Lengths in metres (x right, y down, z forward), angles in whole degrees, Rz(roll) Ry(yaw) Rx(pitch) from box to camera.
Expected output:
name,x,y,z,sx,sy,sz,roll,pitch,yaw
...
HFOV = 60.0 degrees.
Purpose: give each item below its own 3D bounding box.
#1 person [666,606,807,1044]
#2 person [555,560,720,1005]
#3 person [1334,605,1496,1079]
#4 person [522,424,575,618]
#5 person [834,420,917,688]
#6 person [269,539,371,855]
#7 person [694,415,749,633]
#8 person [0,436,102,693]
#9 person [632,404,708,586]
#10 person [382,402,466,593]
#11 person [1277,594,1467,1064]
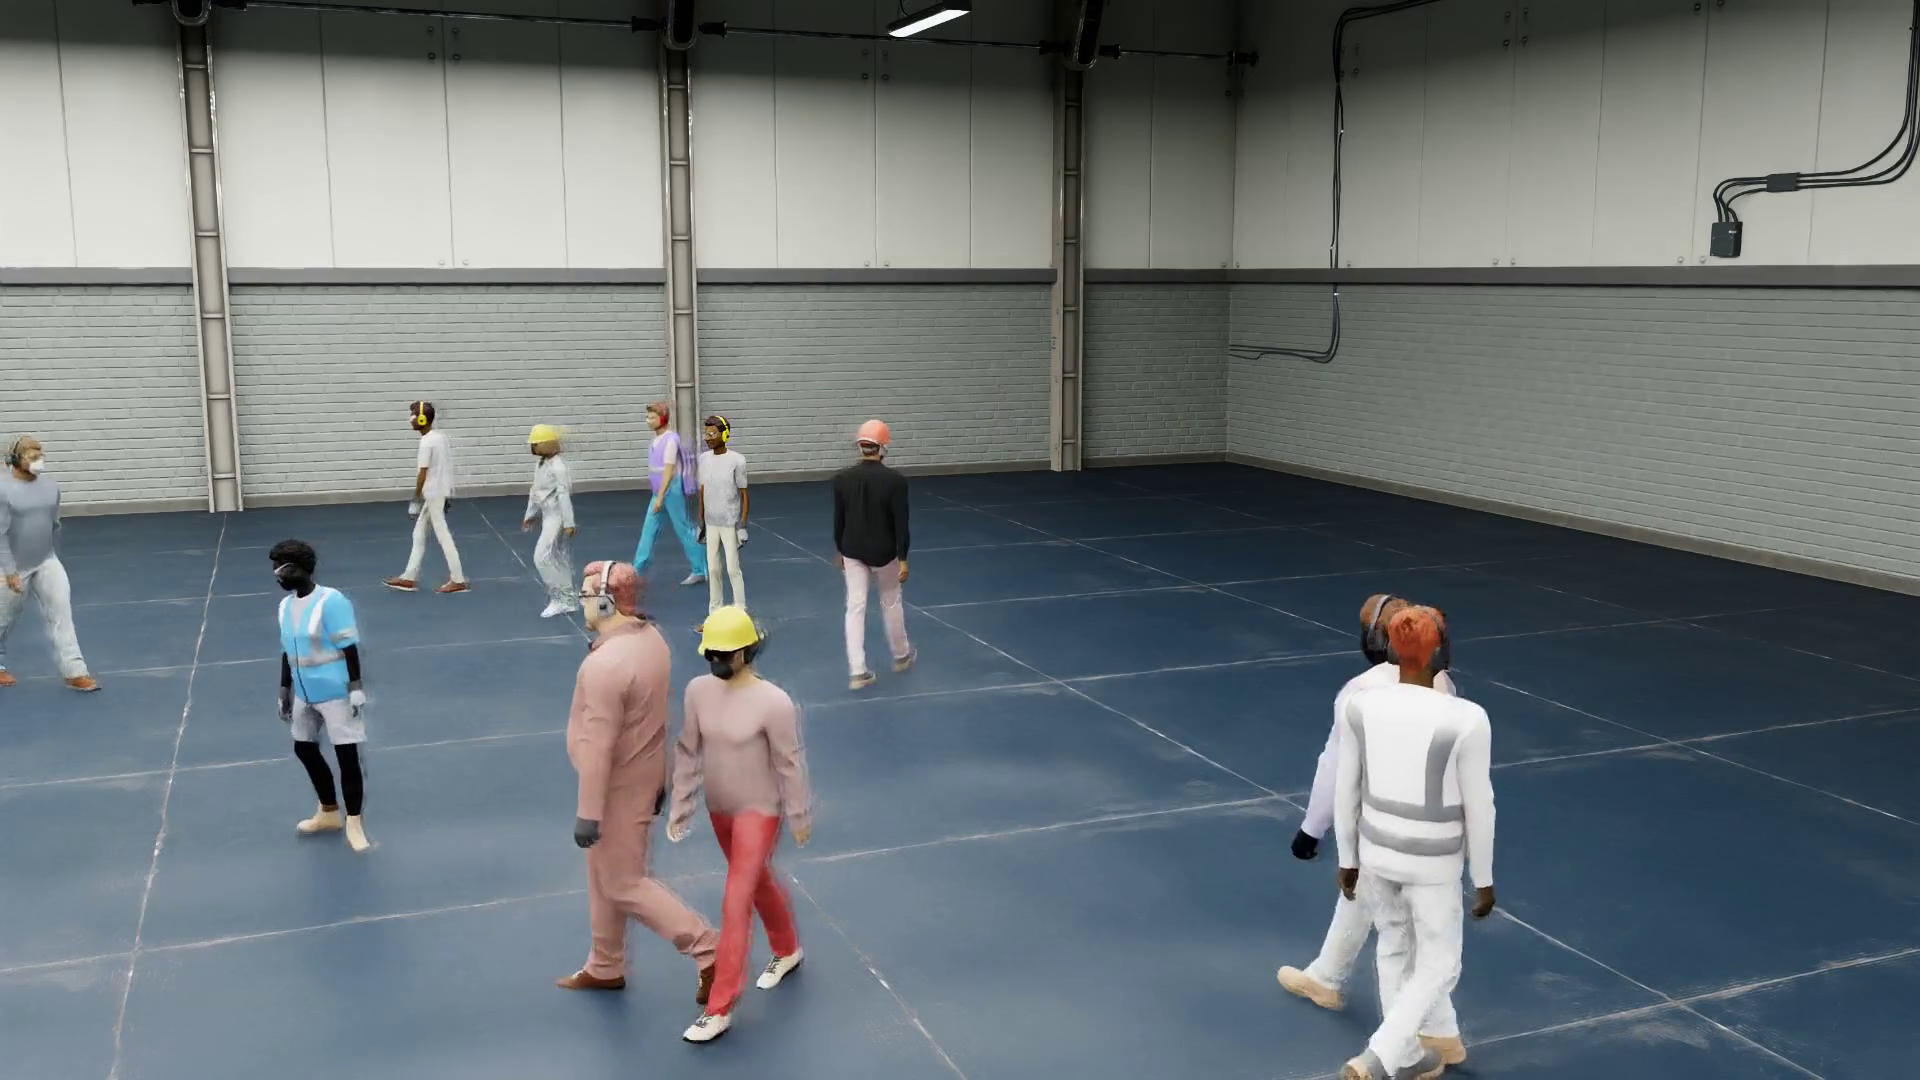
name,x,y,z,sx,sy,sz,roll,pitch,yaw
person,-0.900,1.103,6.810,0.510,1.713,0.887,6,11,33
person,-1.318,1.017,6.857,0.798,1.885,0.649,1,9,4
person,1.594,1.164,5.970,0.720,1.867,0.585,-9,13,-44
person,-3.657,-0.172,14.782,0.532,1.722,0.497,-5,10,-30
person,-0.618,0.077,12.489,0.652,1.951,0.962,3,10,18
person,-3.337,0.820,8.768,0.620,1.661,0.318,5,10,29
person,-2.006,-0.120,14.010,0.528,1.869,0.313,5,11,31
person,-6.810,0.177,12.121,1.035,1.891,0.640,4,10,24
person,-2.903,-0.418,16.111,0.984,1.796,0.591,-6,11,-32
person,-5.145,-0.389,15.789,0.886,1.833,0.560,-1,9,-8
person,1.659,1.107,6.557,0.632,1.801,0.953,-9,13,-44
